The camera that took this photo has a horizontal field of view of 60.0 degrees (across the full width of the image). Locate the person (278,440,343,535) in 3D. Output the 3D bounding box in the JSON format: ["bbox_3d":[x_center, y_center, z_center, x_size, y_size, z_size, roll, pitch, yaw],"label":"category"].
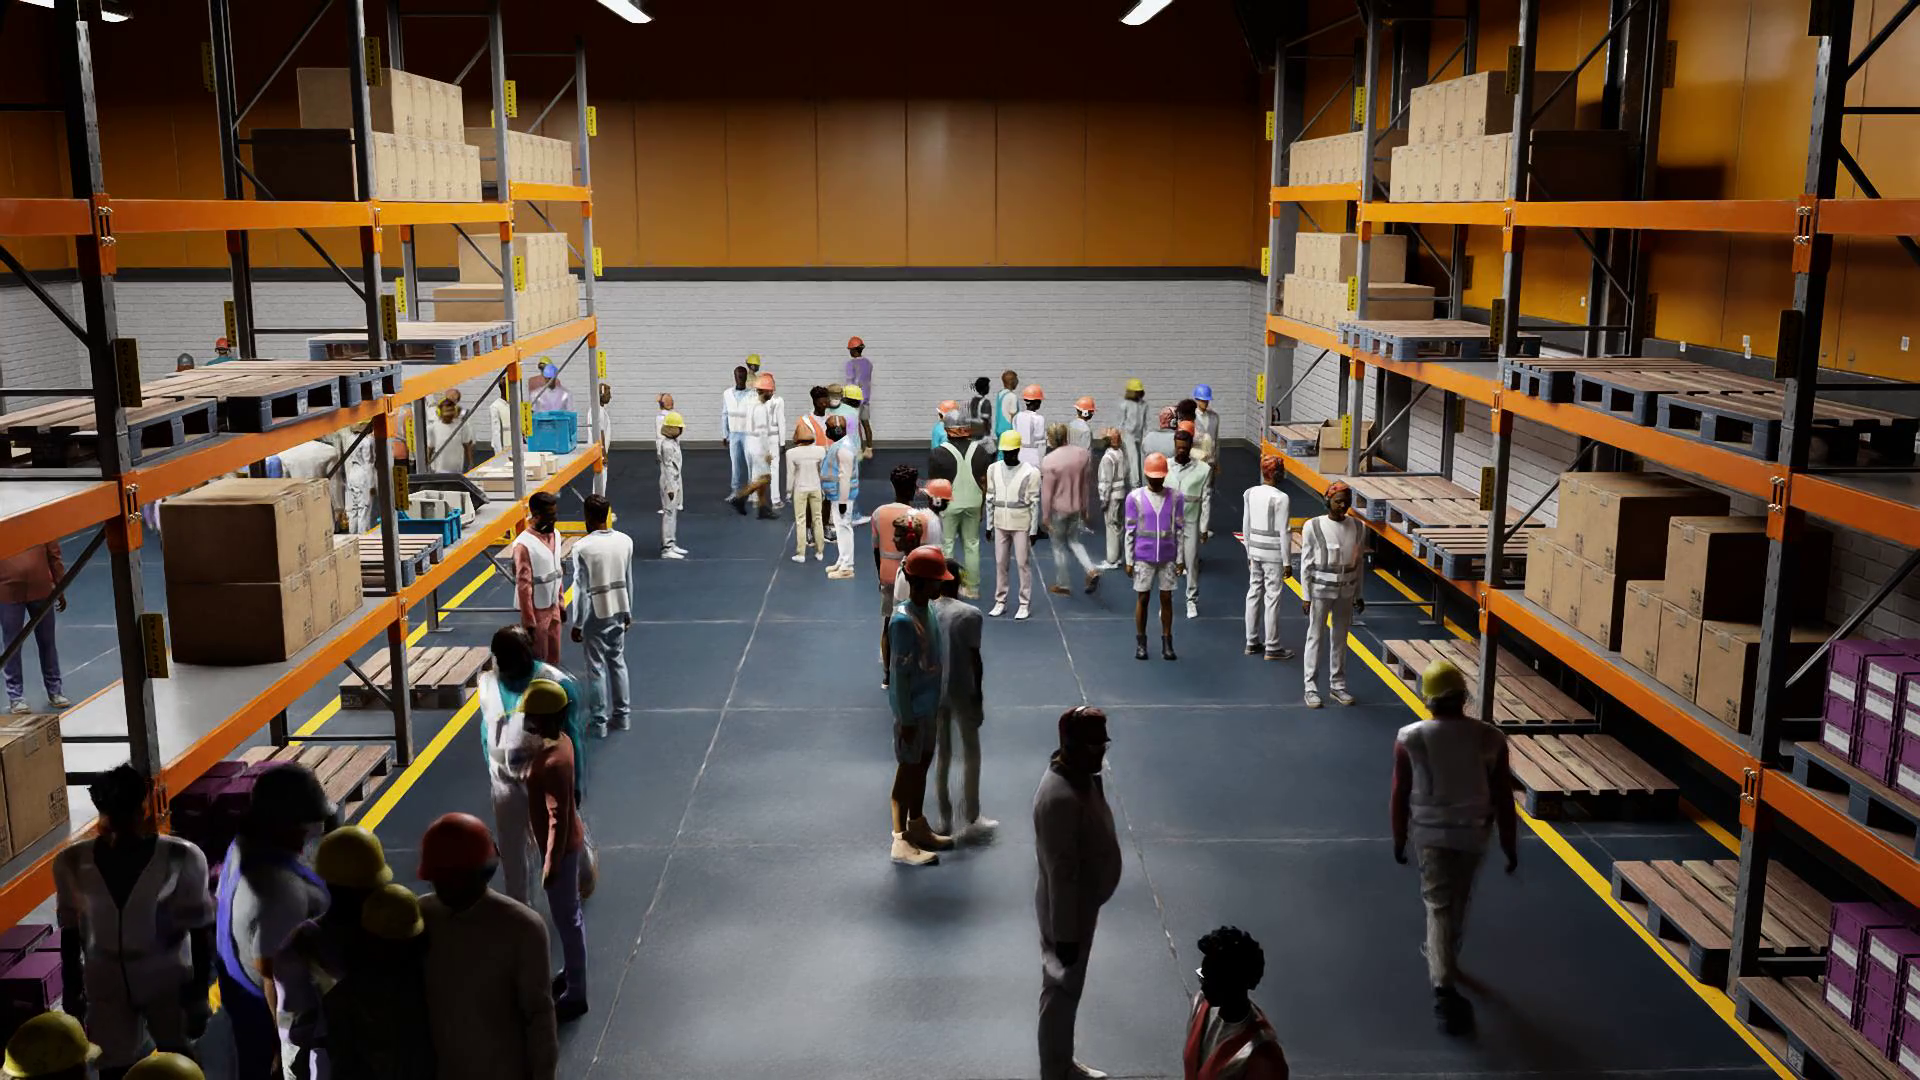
[{"bbox_3d":[-6.904,-0.368,17.734,0.635,1.937,0.354,-1,11,-7],"label":"person"}]

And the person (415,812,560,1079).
[{"bbox_3d":[-1.767,1.933,6.088,0.627,1.985,0.409,4,12,18],"label":"person"}]

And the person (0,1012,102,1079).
[{"bbox_3d":[-2.723,2.260,5.076,0.480,1.735,0.317,10,15,42],"label":"person"}]

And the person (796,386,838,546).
[{"bbox_3d":[-1.719,-0.915,20.408,0.604,1.966,0.367,-9,14,-38],"label":"person"}]

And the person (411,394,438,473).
[{"bbox_3d":[-8.140,-1.804,25.230,0.418,1.828,0.562,-2,11,-8],"label":"person"}]

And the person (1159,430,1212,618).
[{"bbox_3d":[2.240,-0.169,16.806,0.589,1.912,0.391,3,12,16],"label":"person"}]

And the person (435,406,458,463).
[{"bbox_3d":[-6.576,-0.945,21.403,0.525,1.631,0.319,11,16,43],"label":"person"}]

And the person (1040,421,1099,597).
[{"bbox_3d":[1.126,-0.301,17.477,0.643,1.905,0.570,-9,15,-39],"label":"person"}]

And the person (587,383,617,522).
[{"bbox_3d":[-4.729,-1.147,21.906,0.338,1.838,0.509,-4,12,-17],"label":"person"}]

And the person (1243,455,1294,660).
[{"bbox_3d":[2.830,0.157,15.242,0.354,1.883,0.573,-7,13,-32],"label":"person"}]

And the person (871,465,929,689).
[{"bbox_3d":[-0.477,0.331,14.160,0.606,1.966,0.367,9,14,38],"label":"person"}]

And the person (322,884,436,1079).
[{"bbox_3d":[-2.035,2.066,6.050,0.484,1.735,0.335,-11,15,-42],"label":"person"}]

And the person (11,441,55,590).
[{"bbox_3d":[-9.966,-0.307,17.855,0.524,1.772,0.301,2,11,11],"label":"person"}]

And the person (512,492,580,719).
[{"bbox_3d":[-3.323,0.554,13.203,0.410,1.908,0.598,3,12,14],"label":"person"}]

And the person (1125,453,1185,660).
[{"bbox_3d":[1.777,0.152,15.181,0.550,1.923,0.391,-1,11,-3],"label":"person"}]

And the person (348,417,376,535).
[{"bbox_3d":[-7.131,-0.697,19.908,0.365,1.736,0.488,-11,15,-43],"label":"person"}]

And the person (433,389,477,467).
[{"bbox_3d":[-7.121,-1.329,23.440,0.541,1.584,0.878,0,11,-1],"label":"person"}]

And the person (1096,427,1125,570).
[{"bbox_3d":[1.731,-0.475,19.022,0.314,1.641,0.515,4,12,21],"label":"person"}]

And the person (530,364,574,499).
[{"bbox_3d":[-5.866,-1.592,23.960,0.604,1.919,0.875,-5,12,-23],"label":"person"}]

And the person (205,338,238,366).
[{"bbox_3d":[-12.110,-2.344,27.500,0.622,1.994,0.381,-4,12,-19],"label":"person"}]

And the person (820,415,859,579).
[{"bbox_3d":[-1.349,-0.491,18.627,0.430,1.836,0.630,-2,11,-10],"label":"person"}]

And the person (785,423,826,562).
[{"bbox_3d":[-1.796,-0.552,19.426,0.498,1.633,0.282,-5,12,-23],"label":"person"}]

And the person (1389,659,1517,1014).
[{"bbox_3d":[2.565,1.530,8.649,0.628,1.779,0.870,0,11,2],"label":"person"}]

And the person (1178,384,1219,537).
[{"bbox_3d":[2.990,-0.986,20.813,0.615,1.943,0.409,-6,13,-27],"label":"person"}]

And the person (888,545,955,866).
[{"bbox_3d":[-0.237,1.032,10.484,0.404,2.035,0.606,3,12,17],"label":"person"}]

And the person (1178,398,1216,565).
[{"bbox_3d":[2.602,-0.644,19.099,0.636,1.949,0.468,8,14,33],"label":"person"}]

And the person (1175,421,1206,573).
[{"bbox_3d":[2.525,-0.477,18.769,0.561,1.742,0.337,4,12,20],"label":"person"}]

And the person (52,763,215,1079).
[{"bbox_3d":[-3.395,1.817,6.873,0.646,1.906,0.998,-2,11,-11],"label":"person"}]

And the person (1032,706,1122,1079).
[{"bbox_3d":[0.535,1.676,7.578,0.399,1.905,0.642,2,11,9],"label":"person"}]

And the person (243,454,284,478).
[{"bbox_3d":[-7.004,-0.261,16.939,0.615,2.038,0.395,9,14,37],"label":"person"}]

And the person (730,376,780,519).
[{"bbox_3d":[-2.687,-1.195,21.948,0.626,1.917,0.559,-2,11,-10],"label":"person"}]
